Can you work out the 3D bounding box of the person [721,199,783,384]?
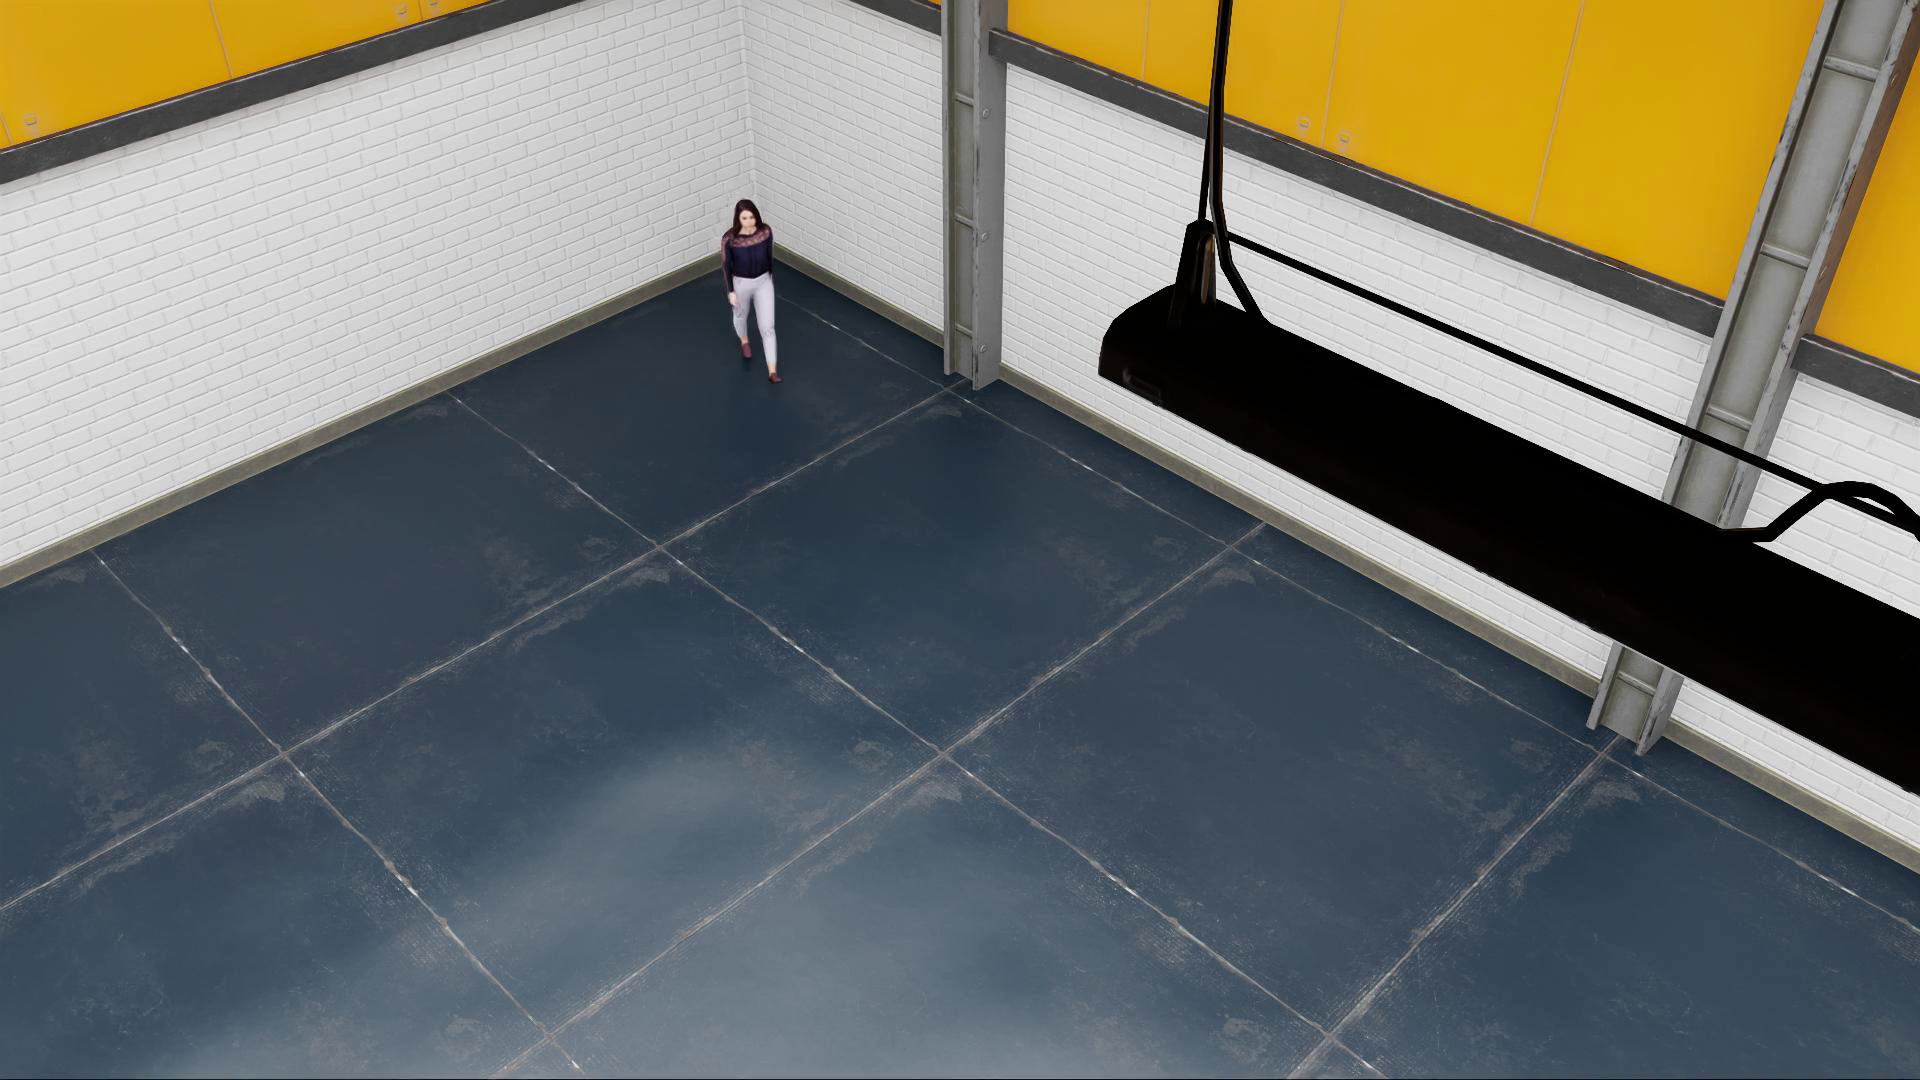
[{"bbox_3d":[-1.762,-2.102,13.806,0.915,1.550,1.178,-13,40,-16],"label":"person"}]
